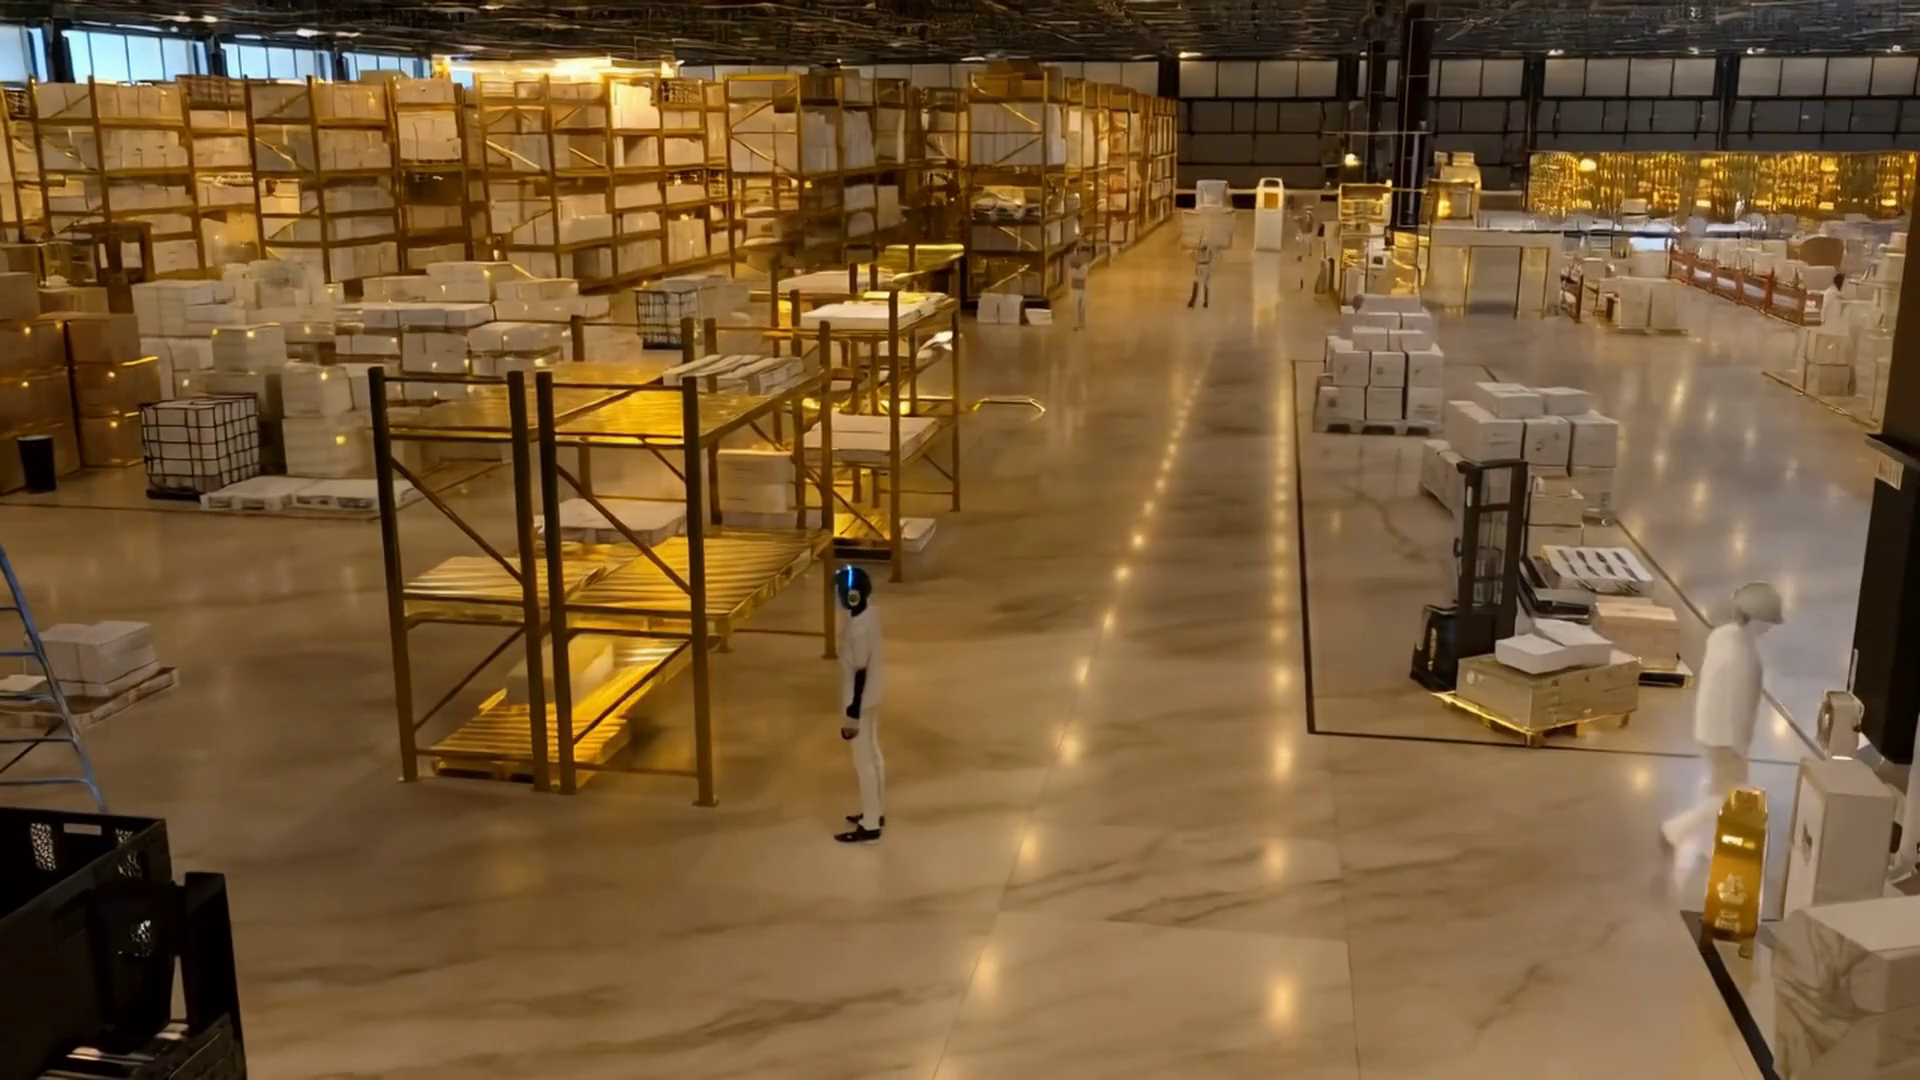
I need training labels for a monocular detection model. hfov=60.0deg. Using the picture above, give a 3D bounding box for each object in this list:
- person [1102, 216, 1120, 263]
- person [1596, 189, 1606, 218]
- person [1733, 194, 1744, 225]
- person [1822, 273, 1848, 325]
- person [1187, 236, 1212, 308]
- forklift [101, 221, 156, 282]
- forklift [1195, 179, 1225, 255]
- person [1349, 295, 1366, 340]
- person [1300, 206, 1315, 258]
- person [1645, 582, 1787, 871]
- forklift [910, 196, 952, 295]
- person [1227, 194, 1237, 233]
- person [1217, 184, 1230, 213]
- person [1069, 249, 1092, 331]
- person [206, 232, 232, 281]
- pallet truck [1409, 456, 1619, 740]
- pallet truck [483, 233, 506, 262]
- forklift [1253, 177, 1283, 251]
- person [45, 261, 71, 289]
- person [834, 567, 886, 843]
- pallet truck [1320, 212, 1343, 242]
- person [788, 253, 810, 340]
[{"bbox_3d":[5.270,-10.688,59.094,0.784,1.670,0.537,-4,14,-14],"label":"person"},{"bbox_3d":[30.978,-16.025,80.415,0.456,1.830,0.602,-2,14,-7],"label":"person"},{"bbox_3d":[33.958,-14.142,72.624,0.407,1.910,0.640,3,14,11],"label":"person"},{"bbox_3d":[16.961,-4.268,32.526,0.833,1.920,0.640,8,16,28],"label":"person"},{"bbox_3d":[6.379,-7.102,44.064,0.562,1.885,0.973,10,17,36],"label":"person"},{"bbox_3d":[-16.772,-5.071,33.793,1.129,2.768,1.873,3,14,10],"label":"forklift"},{"bbox_3d":[9.494,-12.244,62.914,1.129,2.768,1.873,3,14,10],"label":"forklift"},{"bbox_3d":[7.185,-3.661,30.556,0.843,1.654,0.556,2,14,10],"label":"person"},{"bbox_3d":[12.830,-11.374,61.425,0.593,1.878,1.010,9,16,31],"label":"person"},{"bbox_3d":[4.672,1.184,10.296,0.608,1.957,0.684,1,14,5],"label":"person"},{"bbox_3d":[-0.889,-8.179,46.410,1.129,2.768,1.873,3,14,10],"label":"forklift"},{"bbox_3d":[12.388,-14.814,75.547,0.532,1.809,0.608,5,15,20],"label":"person"},{"bbox_3d":[14.001,-18.058,88.612,0.660,1.869,0.906,-9,17,-33],"label":"person"},{"bbox_3d":[2.833,-5.881,39.103,0.594,1.903,0.541,8,16,29],"label":"person"},{"bbox_3d":[-20.613,-7.649,46.348,0.655,1.877,0.891,-2,14,-9],"label":"person"},{"bbox_3d":[4.504,0.400,13.395,0.823,1.965,1.885,-6,15,-23],"label":"pallet truck"},{"bbox_3d":[-11.832,-7.026,43.548,1.885,1.965,0.823,8,16,28],"label":"pallet truck"},{"bbox_3d":[12.083,-12.747,64.956,1.129,2.768,1.873,3,14,10],"label":"forklift"},{"bbox_3d":[-18.654,-4.783,34.461,0.391,1.988,0.611,3,14,11],"label":"person"},{"bbox_3d":[-0.661,1.080,10.915,0.328,1.865,0.519,3,14,11],"label":"person"},{"bbox_3d":[15.874,-13.227,70.310,0.680,1.201,1.601,10,17,35],"label":"pallet truck"},{"bbox_3d":[-3.590,-5.429,37.158,0.425,1.945,0.628,8,16,30],"label":"person"}]
